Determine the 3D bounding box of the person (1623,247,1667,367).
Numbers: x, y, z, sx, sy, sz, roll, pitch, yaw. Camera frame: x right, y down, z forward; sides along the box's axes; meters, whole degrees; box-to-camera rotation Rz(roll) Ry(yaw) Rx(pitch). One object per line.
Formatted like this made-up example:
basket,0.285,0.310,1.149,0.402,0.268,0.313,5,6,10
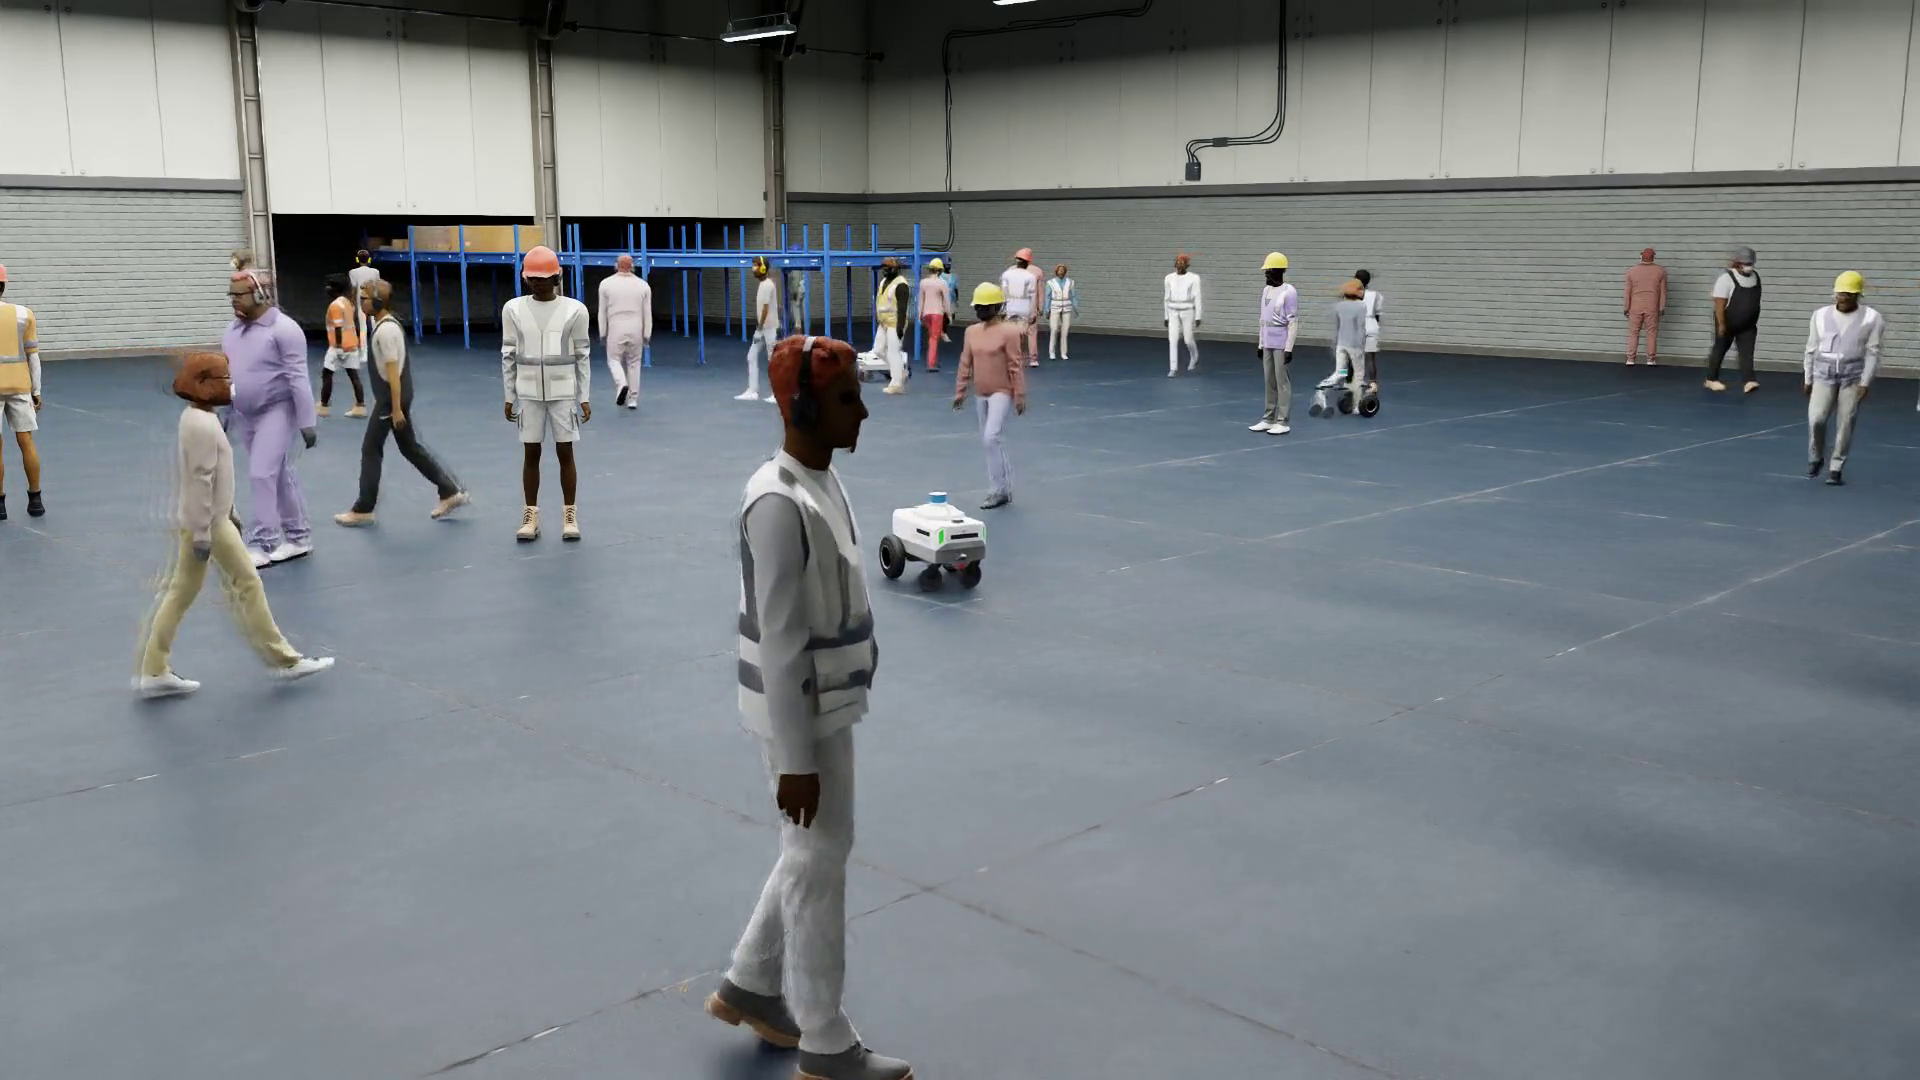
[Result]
person,11.107,-3.776,26.975,0.650,1.911,0.408,4,11,21

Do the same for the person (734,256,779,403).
person,-2.561,-2.655,21.032,0.781,1.842,0.525,-3,11,-17

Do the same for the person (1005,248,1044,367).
person,1.028,-3.737,26.773,0.653,1.906,0.405,0,10,2

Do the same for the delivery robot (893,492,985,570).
delivery robot,-0.132,-0.050,10.217,0.477,0.478,0.707,-5,12,-27

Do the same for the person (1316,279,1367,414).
person,4.574,-2.293,19.734,0.706,1.606,0.501,-7,13,-34

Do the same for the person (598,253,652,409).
person,-4.060,-2.532,20.221,0.654,1.899,0.524,-4,11,-19

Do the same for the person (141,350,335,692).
person,-3.435,-0.085,7.709,0.849,1.580,0.518,-6,12,-29

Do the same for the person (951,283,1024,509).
person,0.202,-1.104,12.869,0.540,1.745,0.659,10,14,44

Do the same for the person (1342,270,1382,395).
person,5.377,-2.769,22.172,0.539,1.657,0.858,-1,10,-4

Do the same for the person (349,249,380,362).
person,-9.967,-3.926,27.906,0.542,1.871,0.323,-5,12,-27

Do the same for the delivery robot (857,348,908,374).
delivery robot,-1.138,-2.638,24.329,0.707,0.478,0.477,-5,12,-26

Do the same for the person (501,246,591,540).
person,-2.871,-1.011,11.562,0.605,2.033,0.391,-1,10,-6

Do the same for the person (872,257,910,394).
person,-0.914,-2.869,22.254,0.453,1.823,0.645,-6,12,-29

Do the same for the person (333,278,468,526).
person,-4.137,-1.023,12.262,0.928,1.813,0.529,-2,11,-13

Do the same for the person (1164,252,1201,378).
person,3.379,-3.404,25.103,0.586,1.860,0.809,5,12,25

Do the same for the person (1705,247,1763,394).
person,10.469,-2.994,22.470,0.689,2.000,1.103,-1,10,-5

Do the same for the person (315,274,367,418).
person,-7.270,-2.241,19.273,0.680,1.674,0.548,0,10,1

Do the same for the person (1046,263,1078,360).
person,1.731,-3.888,28.347,0.531,1.632,0.395,-2,11,-12

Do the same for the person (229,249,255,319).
person,-9.876,-3.050,22.974,0.436,1.922,0.655,-6,12,-30

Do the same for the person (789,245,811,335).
person,-3.386,-5.313,35.414,0.376,1.914,0.640,3,11,18

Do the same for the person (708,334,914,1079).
person,-0.379,0.431,4.137,0.474,1.883,0.596,1,10,6

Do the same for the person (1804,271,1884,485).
person,7.495,-1.380,14.169,0.588,1.811,0.434,7,13,35

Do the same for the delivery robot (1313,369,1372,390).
delivery robot,4.504,-1.892,19.553,0.699,0.223,0.335,-4,11,-23

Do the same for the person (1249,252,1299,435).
person,3.372,-2.101,17.789,0.380,1.928,0.586,-4,11,-21

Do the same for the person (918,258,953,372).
person,-0.337,-3.513,25.963,0.555,1.740,0.683,7,13,34

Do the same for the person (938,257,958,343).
person,-0.303,-4.772,33.021,0.534,1.683,0.597,-5,11,-25

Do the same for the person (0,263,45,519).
person,-7.214,-1.138,12.514,0.546,1.938,0.360,-9,14,-40

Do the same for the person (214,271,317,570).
person,-4.506,-0.748,10.536,0.683,1.872,0.850,6,12,29

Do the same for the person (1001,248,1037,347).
person,0.916,-3.520,25.579,0.579,1.903,0.401,4,11,19
